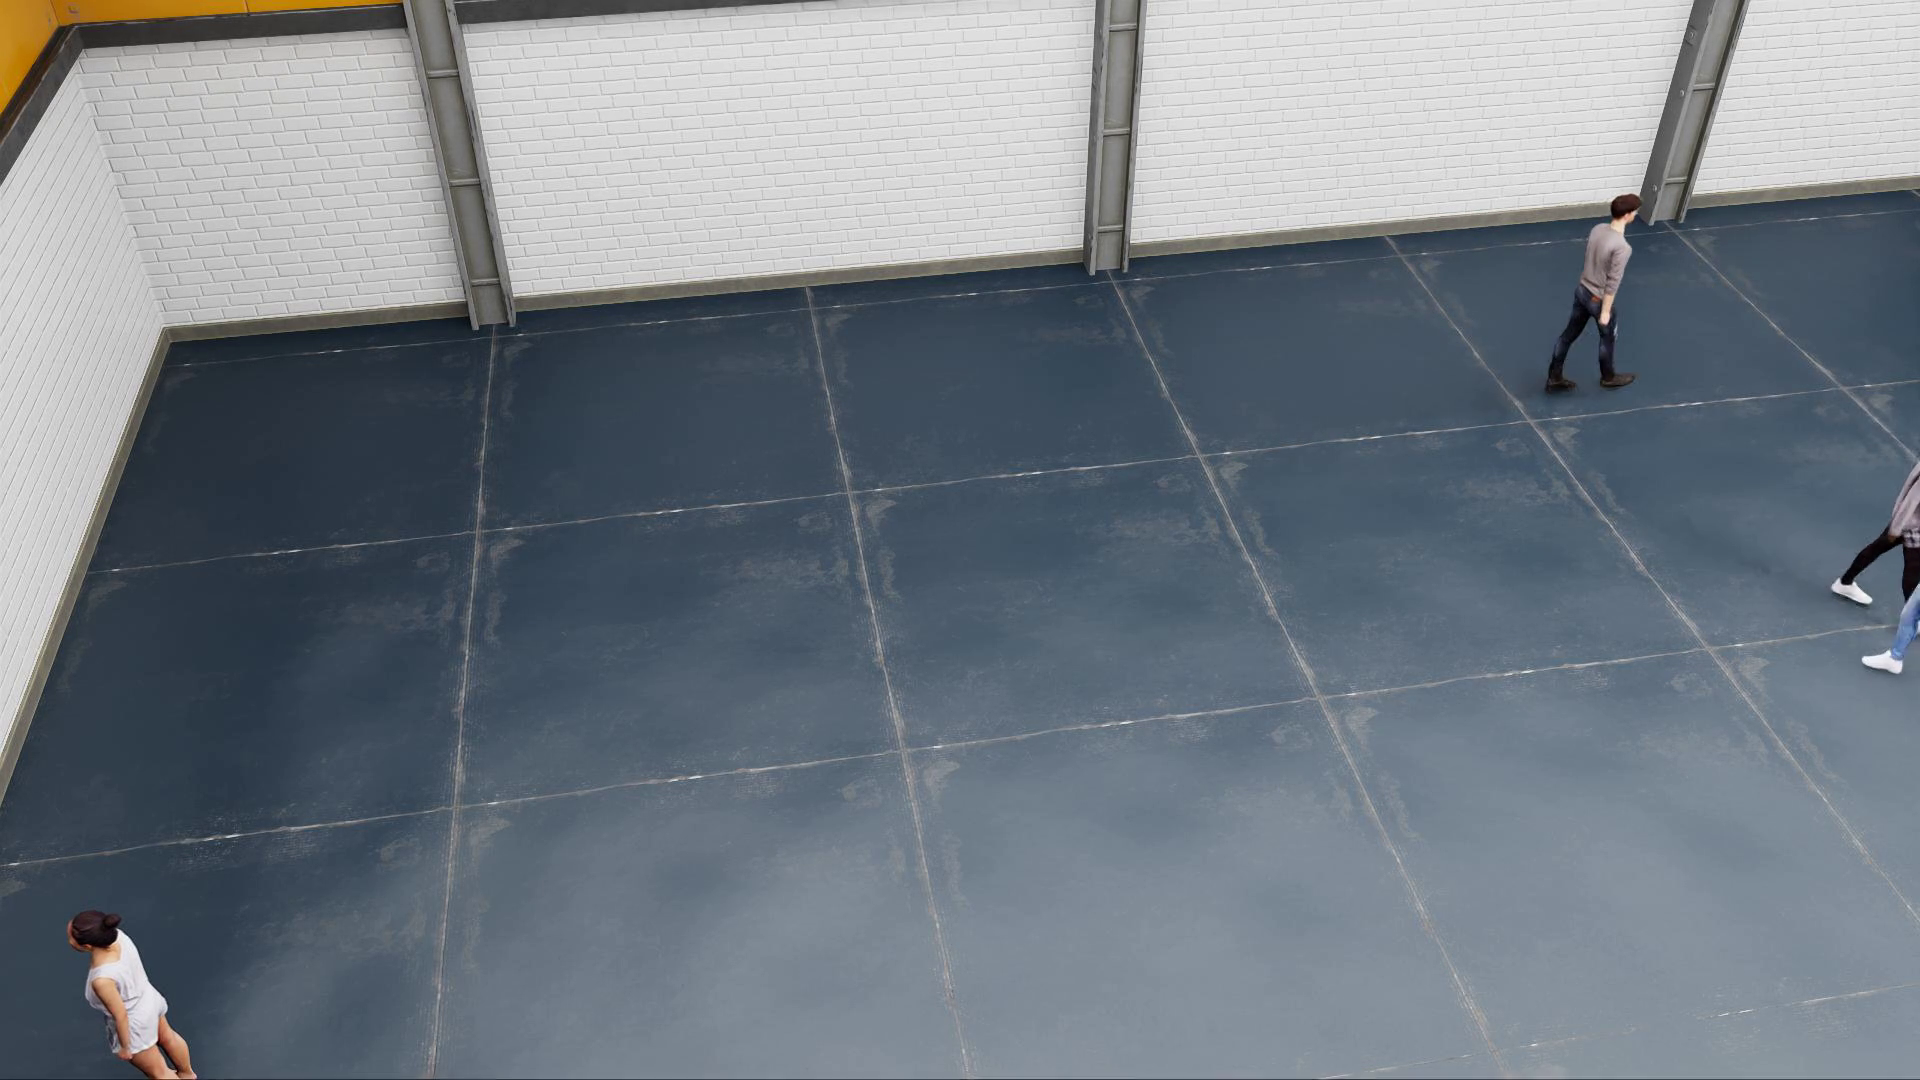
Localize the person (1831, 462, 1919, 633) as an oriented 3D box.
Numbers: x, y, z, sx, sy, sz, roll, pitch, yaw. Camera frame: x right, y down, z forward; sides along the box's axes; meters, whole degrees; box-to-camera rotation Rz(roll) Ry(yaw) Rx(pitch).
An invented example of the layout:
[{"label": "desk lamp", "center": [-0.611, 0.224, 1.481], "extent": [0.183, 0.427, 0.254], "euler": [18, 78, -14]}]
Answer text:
[{"label": "person", "center": [6.823, -0.189, 12.100], "extent": [1.096, 1.734, 1.072], "euler": [26, 45, 29]}]

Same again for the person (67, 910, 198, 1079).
[{"label": "person", "center": [-4.382, 2.510, 8.821], "extent": [0.533, 1.608, 0.571], "euler": [-8, 39, -10]}]

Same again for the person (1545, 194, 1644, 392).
[{"label": "person", "center": [5.402, -2.078, 14.347], "extent": [1.031, 1.880, 0.764], "euler": [-9, 39, -11]}]
